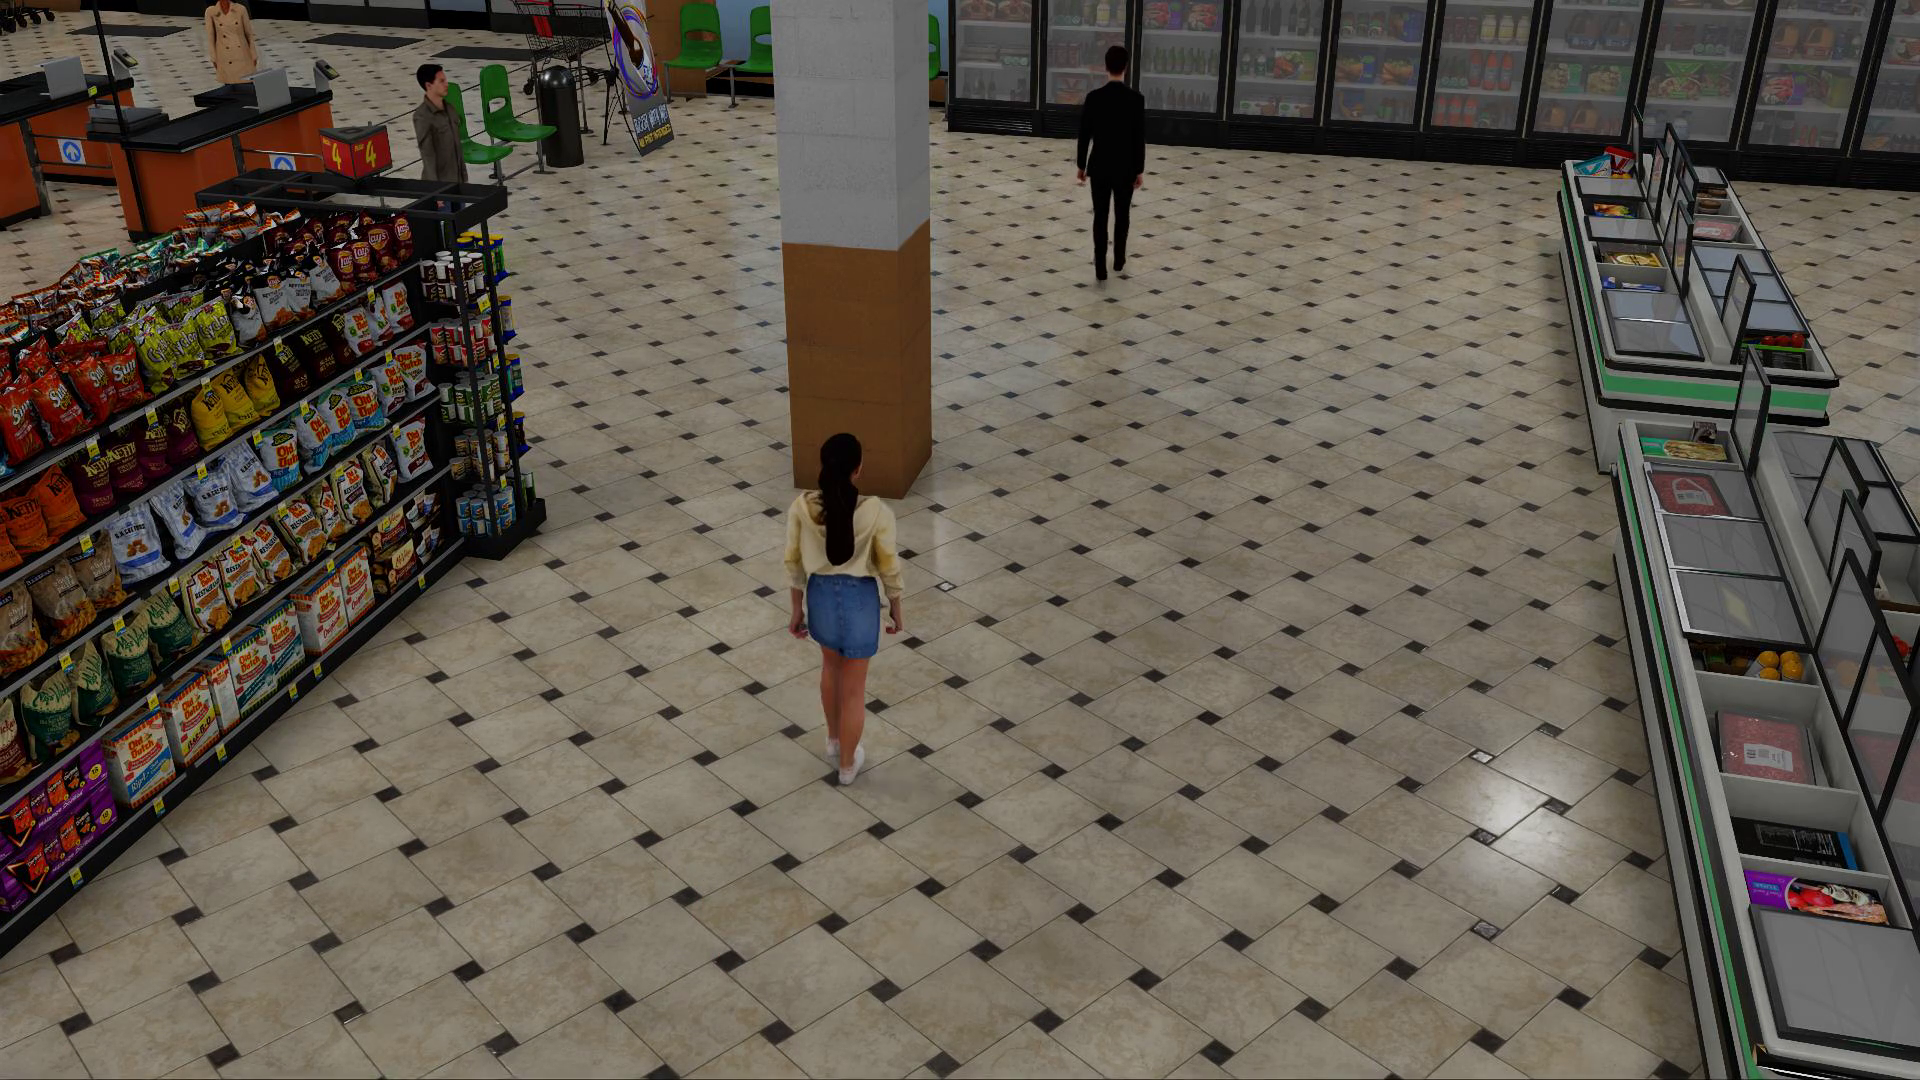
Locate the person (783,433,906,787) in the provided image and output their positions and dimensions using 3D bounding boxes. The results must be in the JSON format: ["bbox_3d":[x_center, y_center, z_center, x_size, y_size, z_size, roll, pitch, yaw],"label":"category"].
[{"bbox_3d":[-0.519,0.345,7.124,0.684,1.620,0.625,4,27,8],"label":"person"}]

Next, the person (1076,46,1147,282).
[{"bbox_3d":[1.215,-2.990,13.436,0.777,1.859,1.050,4,27,7],"label":"person"}]

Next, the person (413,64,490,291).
[{"bbox_3d":[-4.057,-2.783,13.024,0.749,1.863,0.510,6,28,12],"label":"person"}]

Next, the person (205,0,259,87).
[{"bbox_3d":[-7.868,-5.223,18.036,0.711,1.682,0.735,-10,29,-19],"label":"person"}]
